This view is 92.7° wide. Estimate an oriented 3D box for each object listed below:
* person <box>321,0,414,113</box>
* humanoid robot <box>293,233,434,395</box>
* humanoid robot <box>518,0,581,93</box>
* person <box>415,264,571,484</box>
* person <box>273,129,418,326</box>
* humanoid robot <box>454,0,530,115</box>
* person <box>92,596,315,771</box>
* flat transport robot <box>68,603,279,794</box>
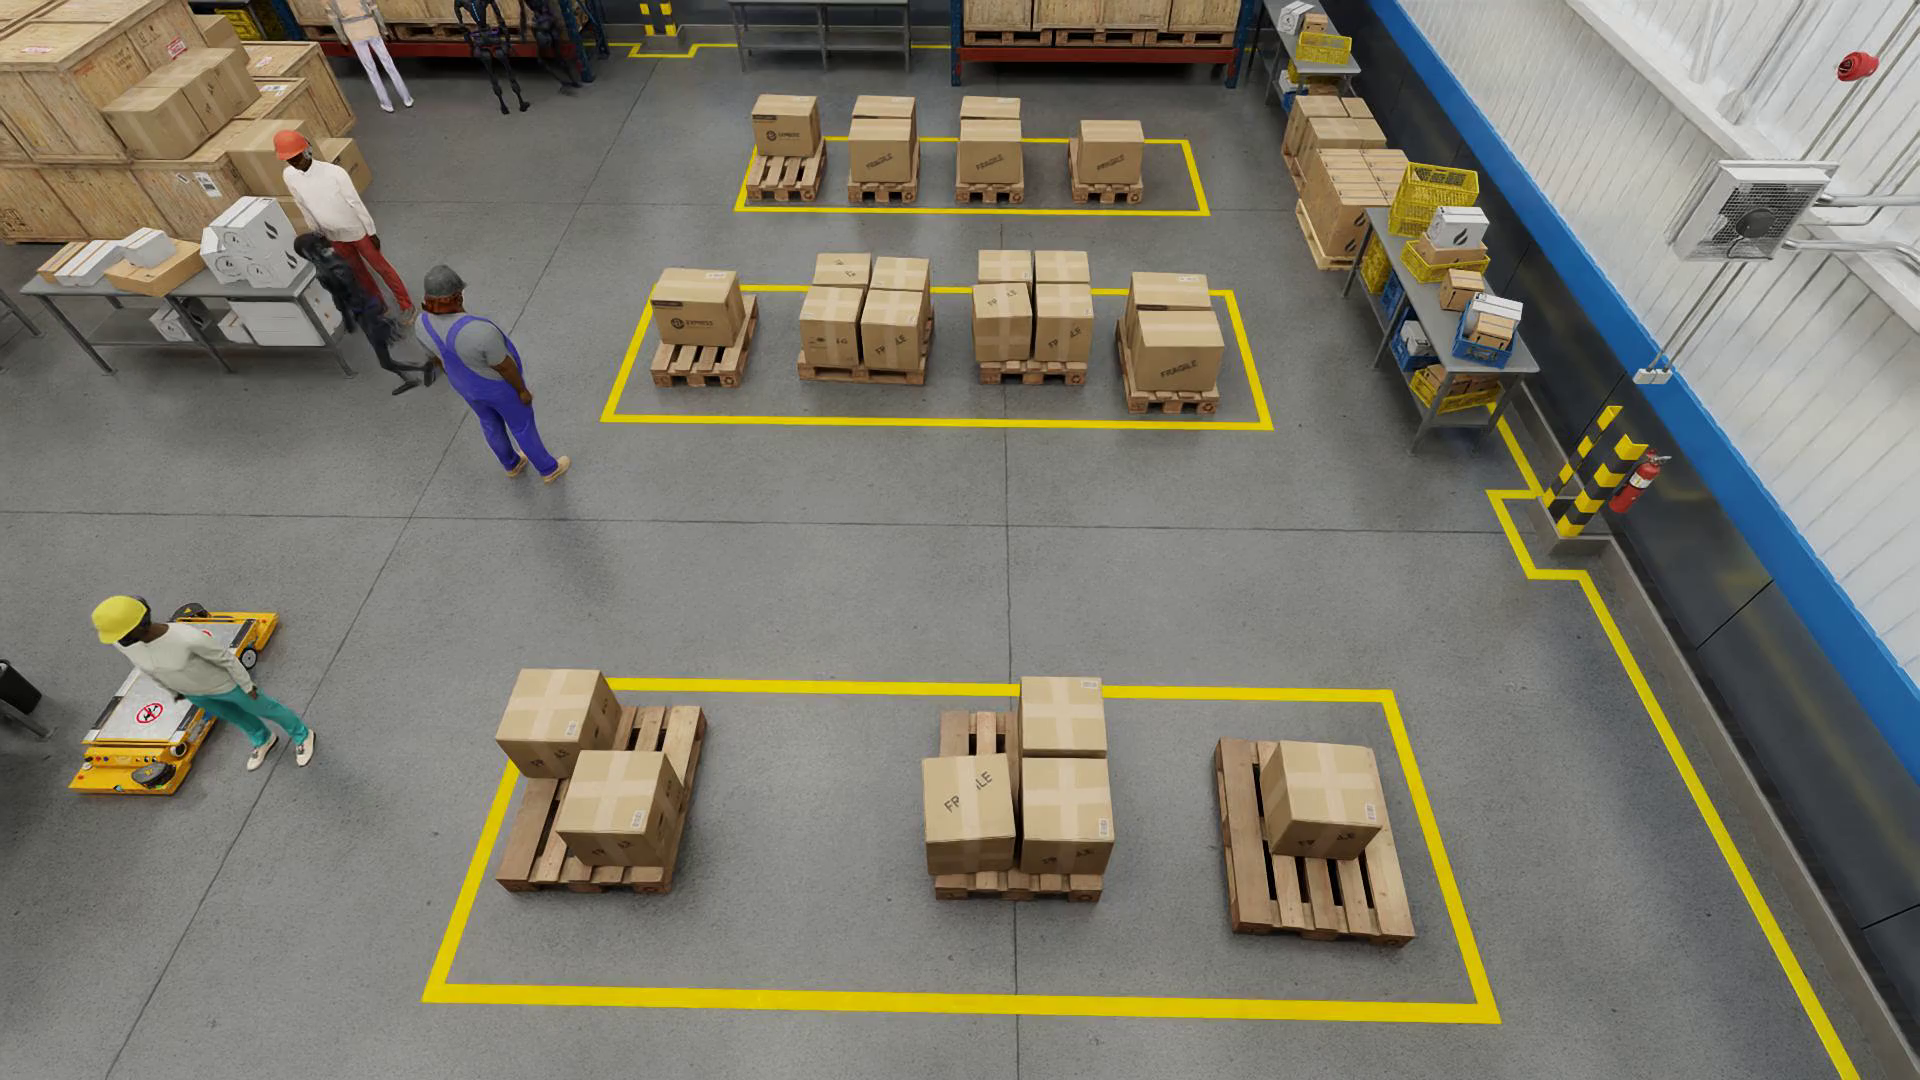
[{"bbox_3d":[-7.705,-6.542,11.817,0.590,1.923,0.378,-28,55,-22],"label":"person"},{"bbox_3d":[-5.246,-1.976,8.124,0.619,1.630,0.449,34,57,25],"label":"humanoid robot"},{"bbox_3d":[-5.559,-6.838,12.231,0.429,1.636,0.630,10,51,9],"label":"humanoid robot"},{"bbox_3d":[-3.728,-1.290,7.299,0.676,2.000,0.536,11,51,9],"label":"person"},{"bbox_3d":[-5.863,-2.931,8.727,0.620,1.990,0.395,1,50,0],"label":"person"},{"bbox_3d":[-6.084,-6.421,11.867,0.583,1.659,0.329,-13,51,-11],"label":"humanoid robot"},{"bbox_3d":[-4.606,0.902,5.621,0.525,1.767,0.329,-2,50,-1],"label":"person"},{"bbox_3d":[-5.504,1.072,6.442,0.652,0.197,1.431,1,50,1],"label":"flat transport robot"}]
